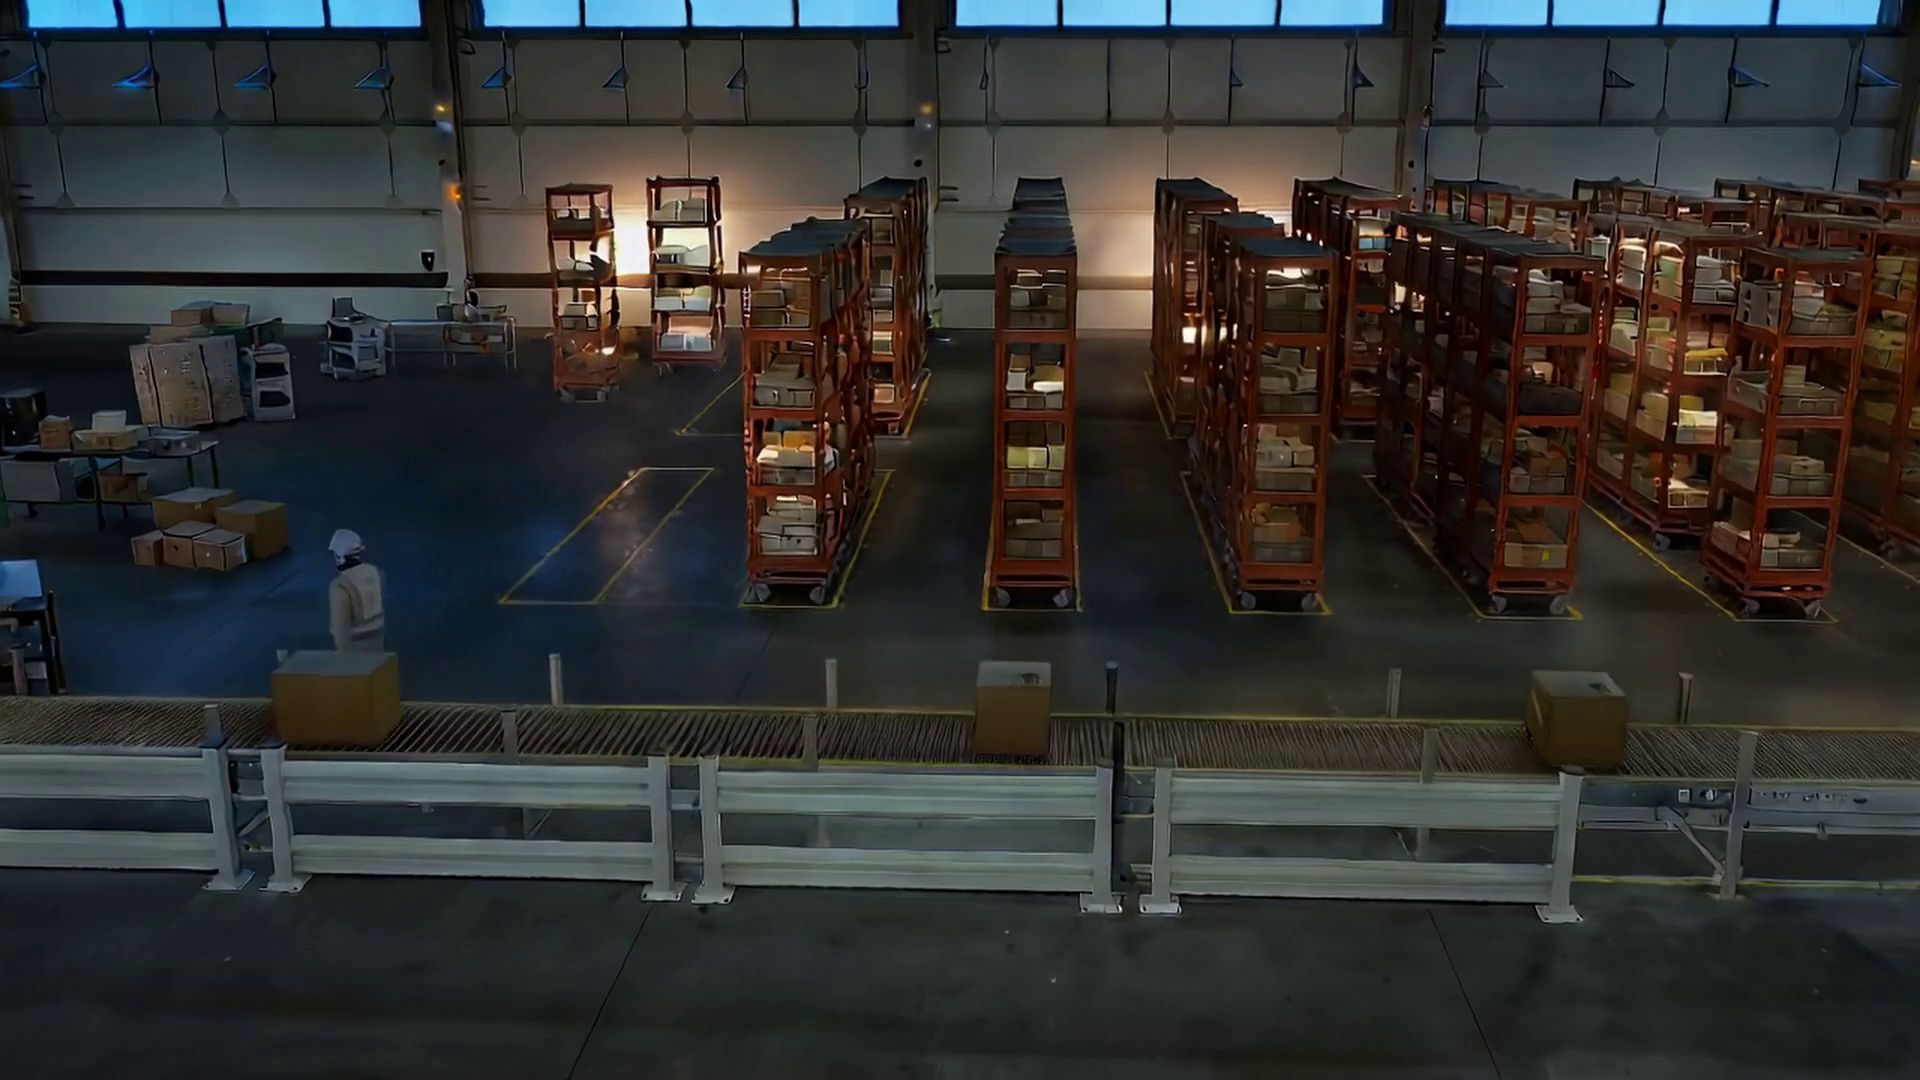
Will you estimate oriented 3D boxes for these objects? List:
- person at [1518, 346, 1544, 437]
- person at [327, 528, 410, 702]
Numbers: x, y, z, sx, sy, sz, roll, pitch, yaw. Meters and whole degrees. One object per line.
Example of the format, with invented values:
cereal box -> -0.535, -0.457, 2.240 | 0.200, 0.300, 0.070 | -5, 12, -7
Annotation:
person -> 8.110, -2.078, 23.844 | 0.955, 1.803, 0.583 | 2, 15, 7
person -> -4.735, 0.781, 13.244 | 0.893, 1.799, 0.605 | 5, 16, 16
